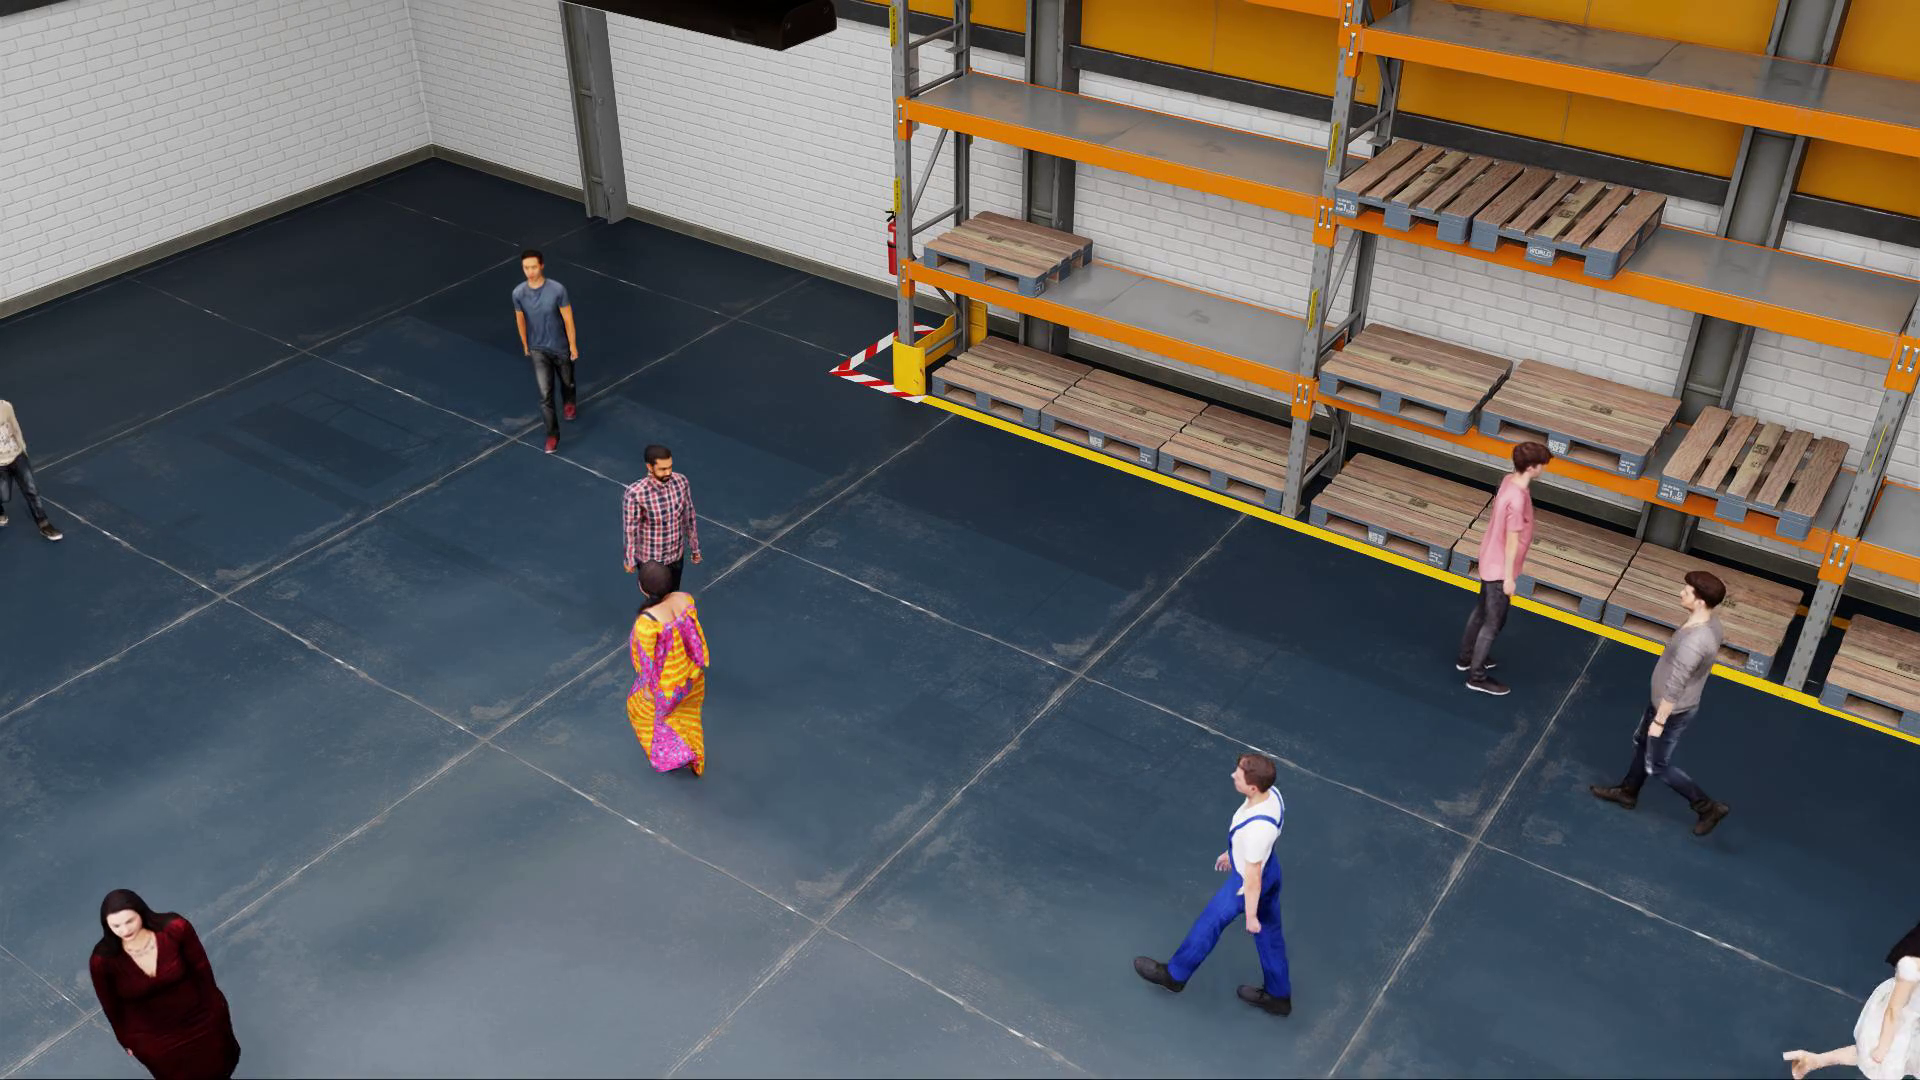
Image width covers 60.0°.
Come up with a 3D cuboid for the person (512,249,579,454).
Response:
[{"bbox_3d":[-3.596,-1.748,14.677,1.163,1.773,1.197,-4,34,-6],"label":"person"}]

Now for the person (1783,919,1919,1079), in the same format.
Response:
[{"bbox_3d":[4.651,2.424,8.411,0.750,1.763,0.944,-26,41,-33],"label":"person"}]

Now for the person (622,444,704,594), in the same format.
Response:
[{"bbox_3d":[-2.201,0.053,11.994,0.768,1.745,0.745,-25,41,-32],"label":"person"}]

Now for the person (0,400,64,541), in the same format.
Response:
[{"bbox_3d":[-7.698,-0.660,13.334,0.928,1.448,0.592,17,37,24],"label":"person"}]

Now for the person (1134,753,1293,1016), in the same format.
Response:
[{"bbox_3d":[1.686,1.927,9.118,1.178,1.808,0.764,15,37,21],"label":"person"}]

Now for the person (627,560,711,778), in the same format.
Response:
[{"bbox_3d":[-1.876,0.867,10.849,0.693,1.657,0.637,21,39,28],"label":"person"}]

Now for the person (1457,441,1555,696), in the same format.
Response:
[{"bbox_3d":[3.757,0.170,11.625,0.739,1.958,0.740,3,34,5],"label":"person"}]

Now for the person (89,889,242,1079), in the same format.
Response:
[{"bbox_3d":[-4.048,2.375,8.500,0.811,1.747,0.849,-20,39,-28],"label":"person"}]

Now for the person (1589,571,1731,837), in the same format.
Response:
[{"bbox_3d":[4.529,1.059,10.353,1.091,1.885,0.761,17,37,24],"label":"person"}]
